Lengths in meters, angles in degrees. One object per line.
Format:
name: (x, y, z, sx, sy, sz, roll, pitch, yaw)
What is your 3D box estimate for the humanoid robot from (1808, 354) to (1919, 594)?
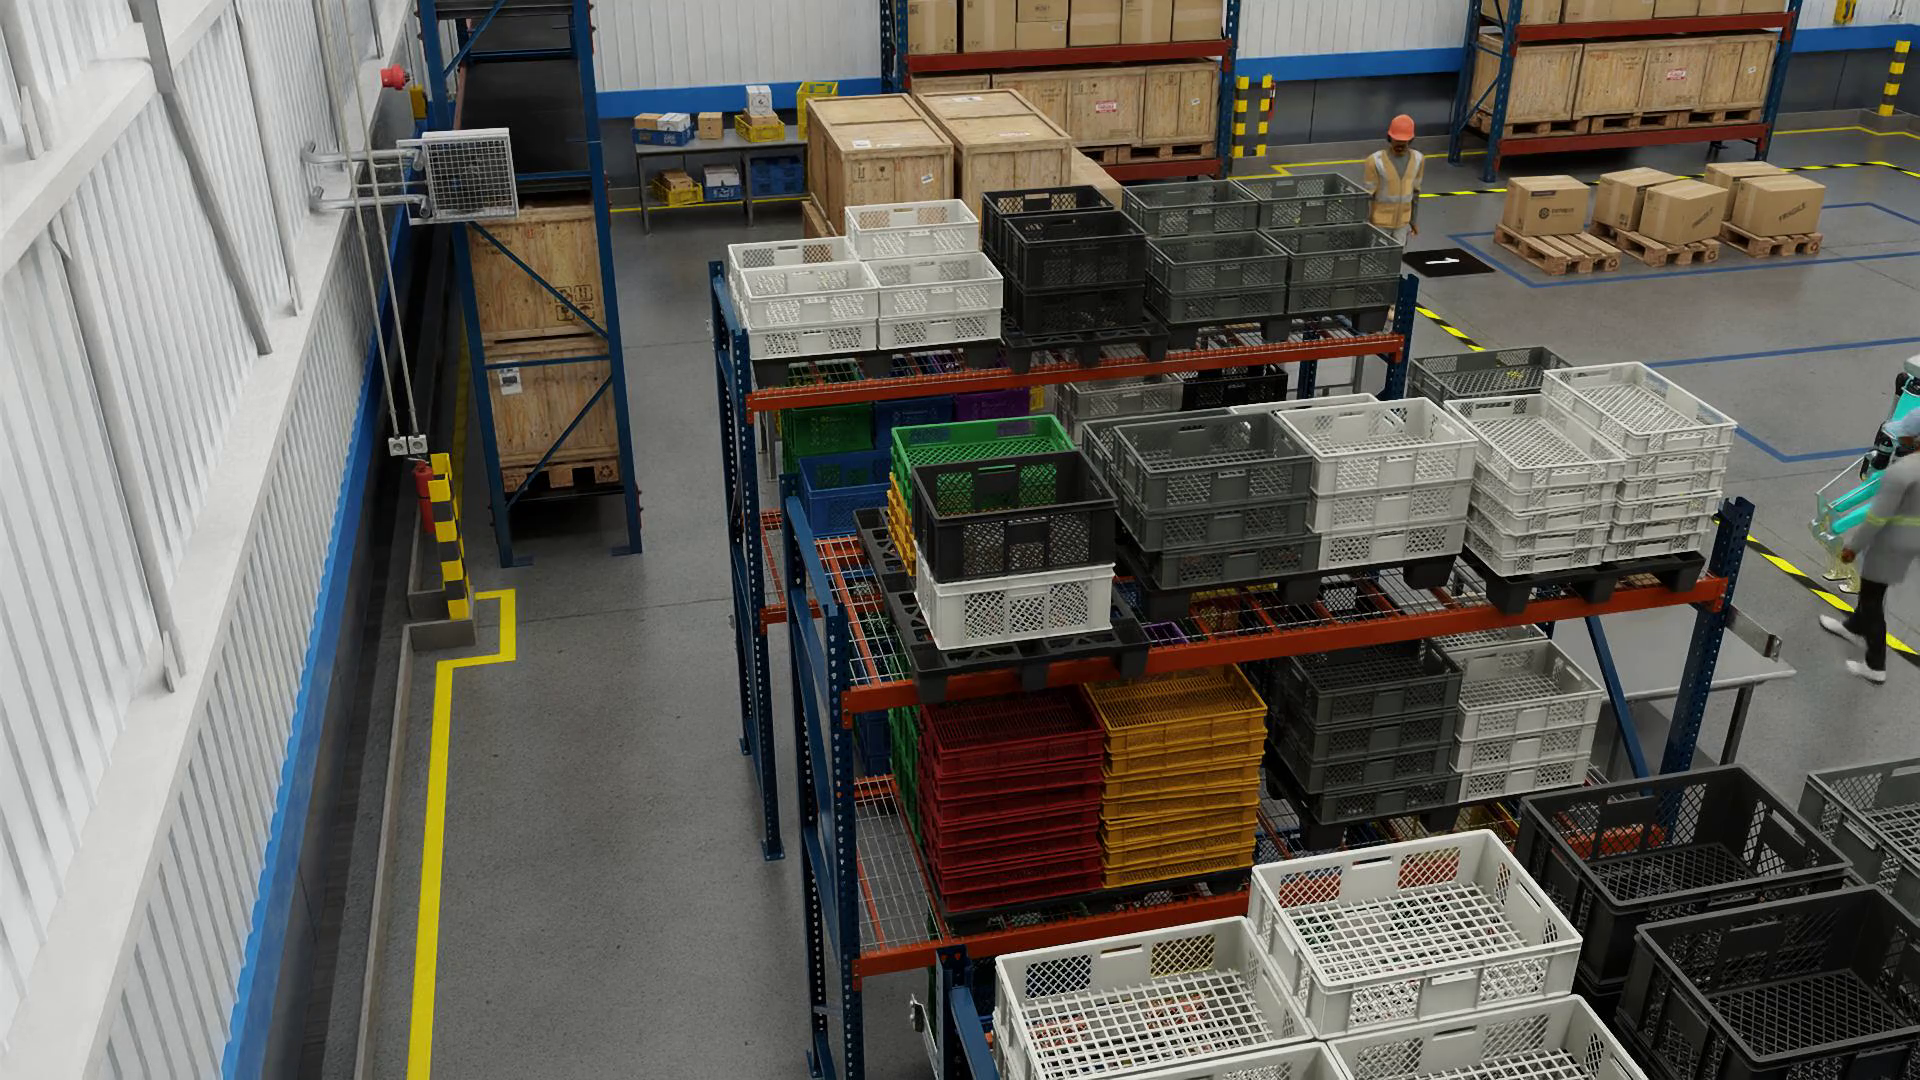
humanoid robot: (6.067, -0.430, 11.147, 0.735, 1.675, 0.533, -1, 28, -2)

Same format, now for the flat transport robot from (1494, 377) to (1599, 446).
flat transport robot: (4.780, -1.036, 14.013, 0.659, 0.231, 1.431, -6, 28, -12)

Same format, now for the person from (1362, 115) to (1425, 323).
person: (4.131, -3.062, 15.956, 0.615, 2.040, 0.370, -7, 29, -13)

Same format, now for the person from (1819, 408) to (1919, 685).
person: (5.816, -0.017, 10.446, 0.608, 1.809, 0.663, -16, 32, -28)
